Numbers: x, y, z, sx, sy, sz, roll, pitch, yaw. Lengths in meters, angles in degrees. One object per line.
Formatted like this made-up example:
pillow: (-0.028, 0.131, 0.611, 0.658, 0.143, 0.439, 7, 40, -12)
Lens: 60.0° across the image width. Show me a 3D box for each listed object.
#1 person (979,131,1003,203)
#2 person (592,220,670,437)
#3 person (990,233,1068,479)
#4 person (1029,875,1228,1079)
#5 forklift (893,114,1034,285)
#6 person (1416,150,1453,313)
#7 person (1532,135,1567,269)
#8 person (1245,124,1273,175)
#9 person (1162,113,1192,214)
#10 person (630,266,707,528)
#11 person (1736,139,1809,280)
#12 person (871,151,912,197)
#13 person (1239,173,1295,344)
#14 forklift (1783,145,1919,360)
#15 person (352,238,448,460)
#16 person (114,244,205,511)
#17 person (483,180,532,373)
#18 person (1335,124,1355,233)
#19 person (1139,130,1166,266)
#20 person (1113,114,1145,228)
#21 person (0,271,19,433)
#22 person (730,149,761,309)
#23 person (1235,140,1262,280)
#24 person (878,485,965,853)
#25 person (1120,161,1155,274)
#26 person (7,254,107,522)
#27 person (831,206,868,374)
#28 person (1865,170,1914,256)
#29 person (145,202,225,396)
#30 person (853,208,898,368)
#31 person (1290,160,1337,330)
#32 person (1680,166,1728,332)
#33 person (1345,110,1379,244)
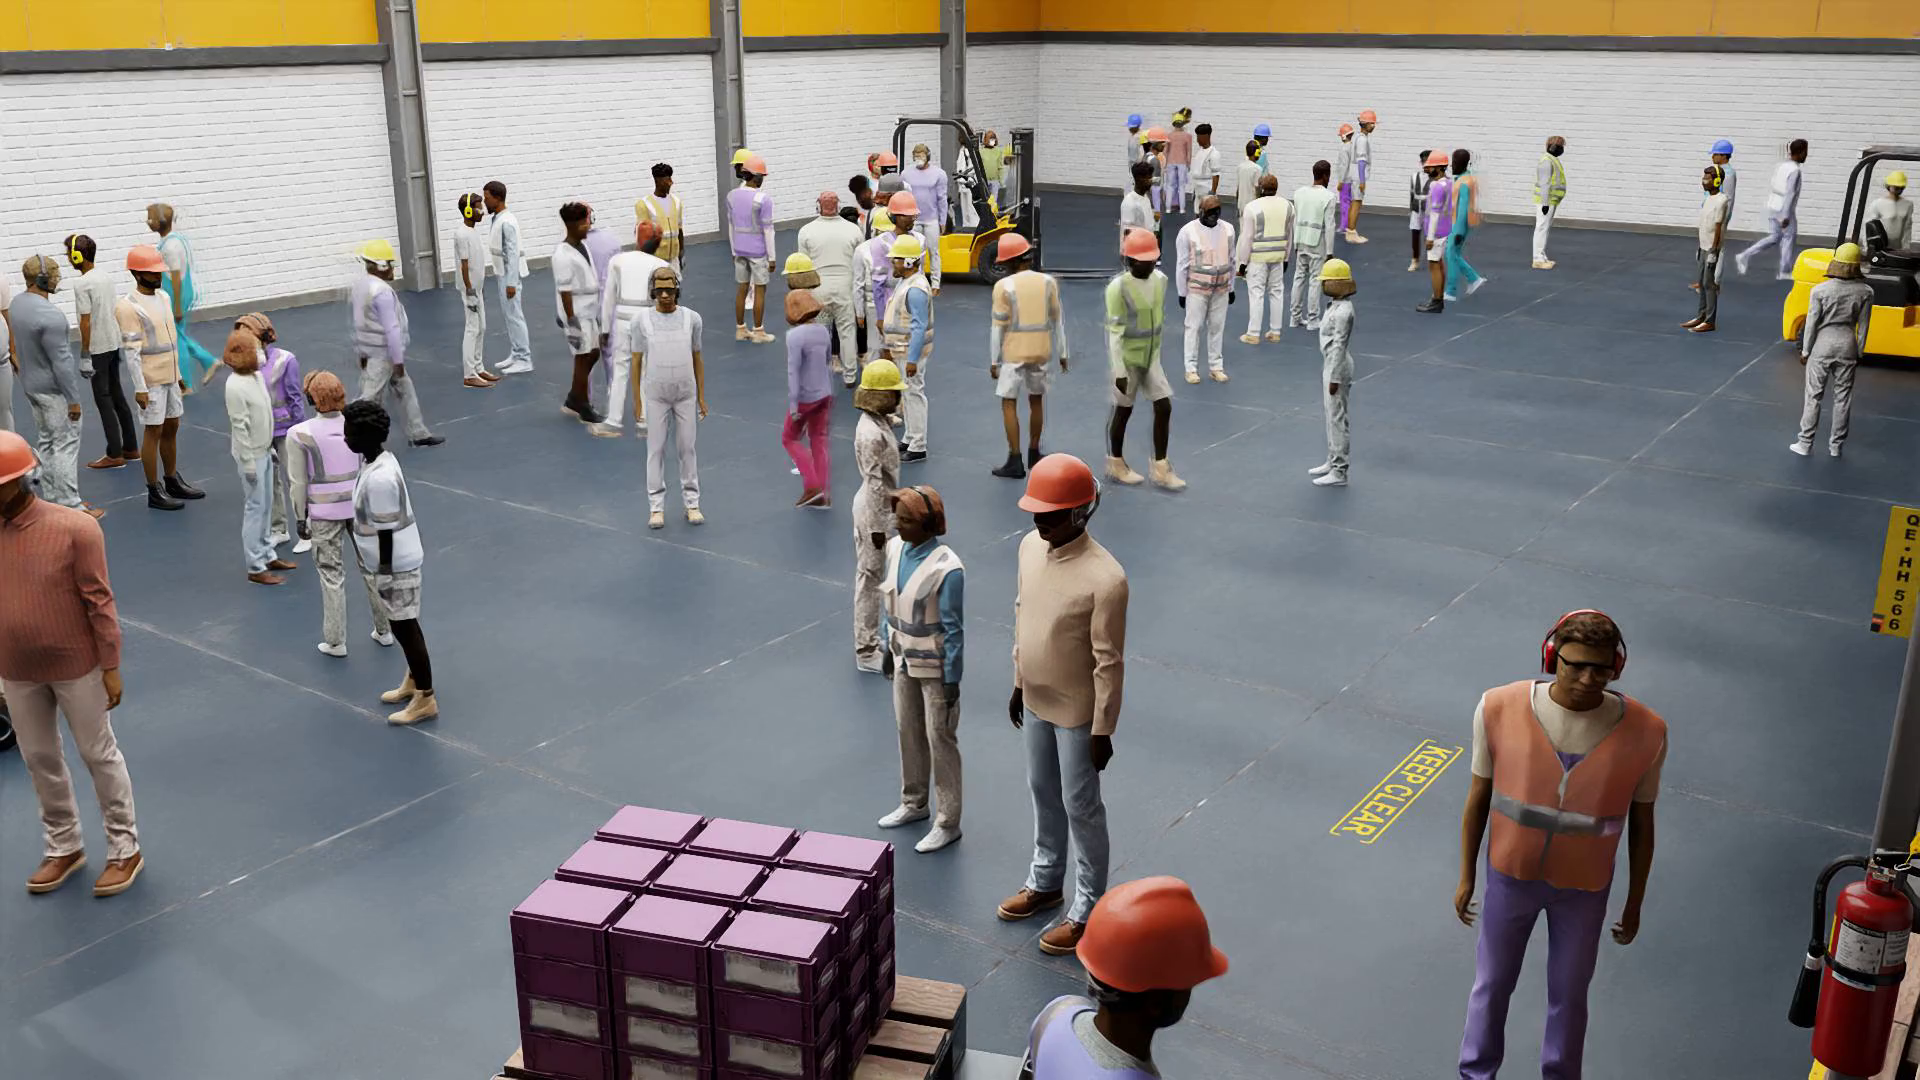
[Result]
person: (0.482, -5.933, 27.493, 0.497, 1.626, 0.287, -9, 20, -25)
person: (-2.809, -1.787, 14.165, 0.788, 1.854, 0.347, 3, 18, 9)
person: (0.545, -1.451, 13.038, 0.645, 1.889, 0.493, -7, 19, -21)
person: (0.341, 1.581, 3.499, 0.386, 1.929, 0.543, -7, 19, -20)
forklift: (-0.171, -4.594, 22.377, 2.313, 2.155, 1.214, 1, 18, 3)
person: (5.719, -3.717, 20.072, 0.399, 1.928, 0.543, 8, 19, 22)
person: (8.335, -4.780, 23.531, 0.429, 1.844, 0.624, 9, 20, 25)
person: (4.357, -5.118, 24.435, 0.415, 1.939, 0.605, -2, 18, -7)
person: (3.873, -6.717, 29.732, 0.525, 1.761, 0.347, 4, 18, 12)
person: (-2.041, -1.000, 11.700, 0.514, 1.845, 0.336, -6, 19, -17)
person: (11.041, -4.452, 22.422, 0.790, 1.893, 0.608, 2, 18, 7)
person: (-0.842, -3.660, 19.890, 0.544, 1.930, 0.389, -10, 20, -28)
person: (3.322, -3.066, 18.168, 0.625, 1.843, 0.430, -7, 19, -20)
forklift: (9.803, -2.879, 17.013, 2.313, 2.155, 1.214, 12, 21, 33)
person: (-4.748, -1.546, 13.525, 0.949, 1.785, 0.600, -12, 21, -33)
person: (-5.837, -1.192, 12.152, 0.373, 1.935, 0.552, 2, 18, 6)
person: (-4.538, -2.646, 16.735, 0.373, 1.914, 0.596, -7, 19, -22)
person: (6.282, -5.899, 27.180, 0.345, 1.745, 0.564, 10, 20, 28)
person: (2.672, -4.798, 23.468, 0.390, 1.916, 0.585, 11, 21, 32)
person: (2.930, -6.084, 27.513, 0.893, 1.890, 0.631, -7, 19, -21)
person: (-7.494, -1.402, 12.641, 0.683, 2.000, 0.536, -15, 23, -39)
person: (-2.584, -3.785, 20.278, 0.366, 1.927, 0.585, -4, 18, -11)
person: (3.925, -4.467, 22.529, 0.338, 1.858, 0.520, -9, 20, -26)
person: (-0.153, 0.547, 7.207, 0.314, 1.633, 0.528, -13, 22, -34)
person: (1.955, -3.193, 18.371, 0.366, 1.964, 0.613, 7, 19, 21)
person: (-6.389, -1.045, 11.712, 0.637, 1.930, 0.371, 14, 22, 36)
person: (-1.110, -2.499, 16.649, 0.536, 1.690, 0.326, -7, 19, -22)
person: (10.931, -3.506, 19.695, 0.526, 1.746, 0.667, -2, 18, -6)
person: (-7.355, -2.259, 15.652, 0.509, 1.835, 0.529, -8, 20, -25)
person: (-0.689, -2.154, 15.363, 0.605, 1.817, 0.403, -8, 19, -23)
person: (4.018, -3.355, 18.966, 0.386, 1.911, 0.588, -13, 22, -36)
person: (8.488, -3.296, 18.870, 0.327, 1.861, 0.507, 2, 18, 6)
person: (6.284, -5.670, 25.989, 0.393, 2.039, 0.613, 2, 18, 7)
